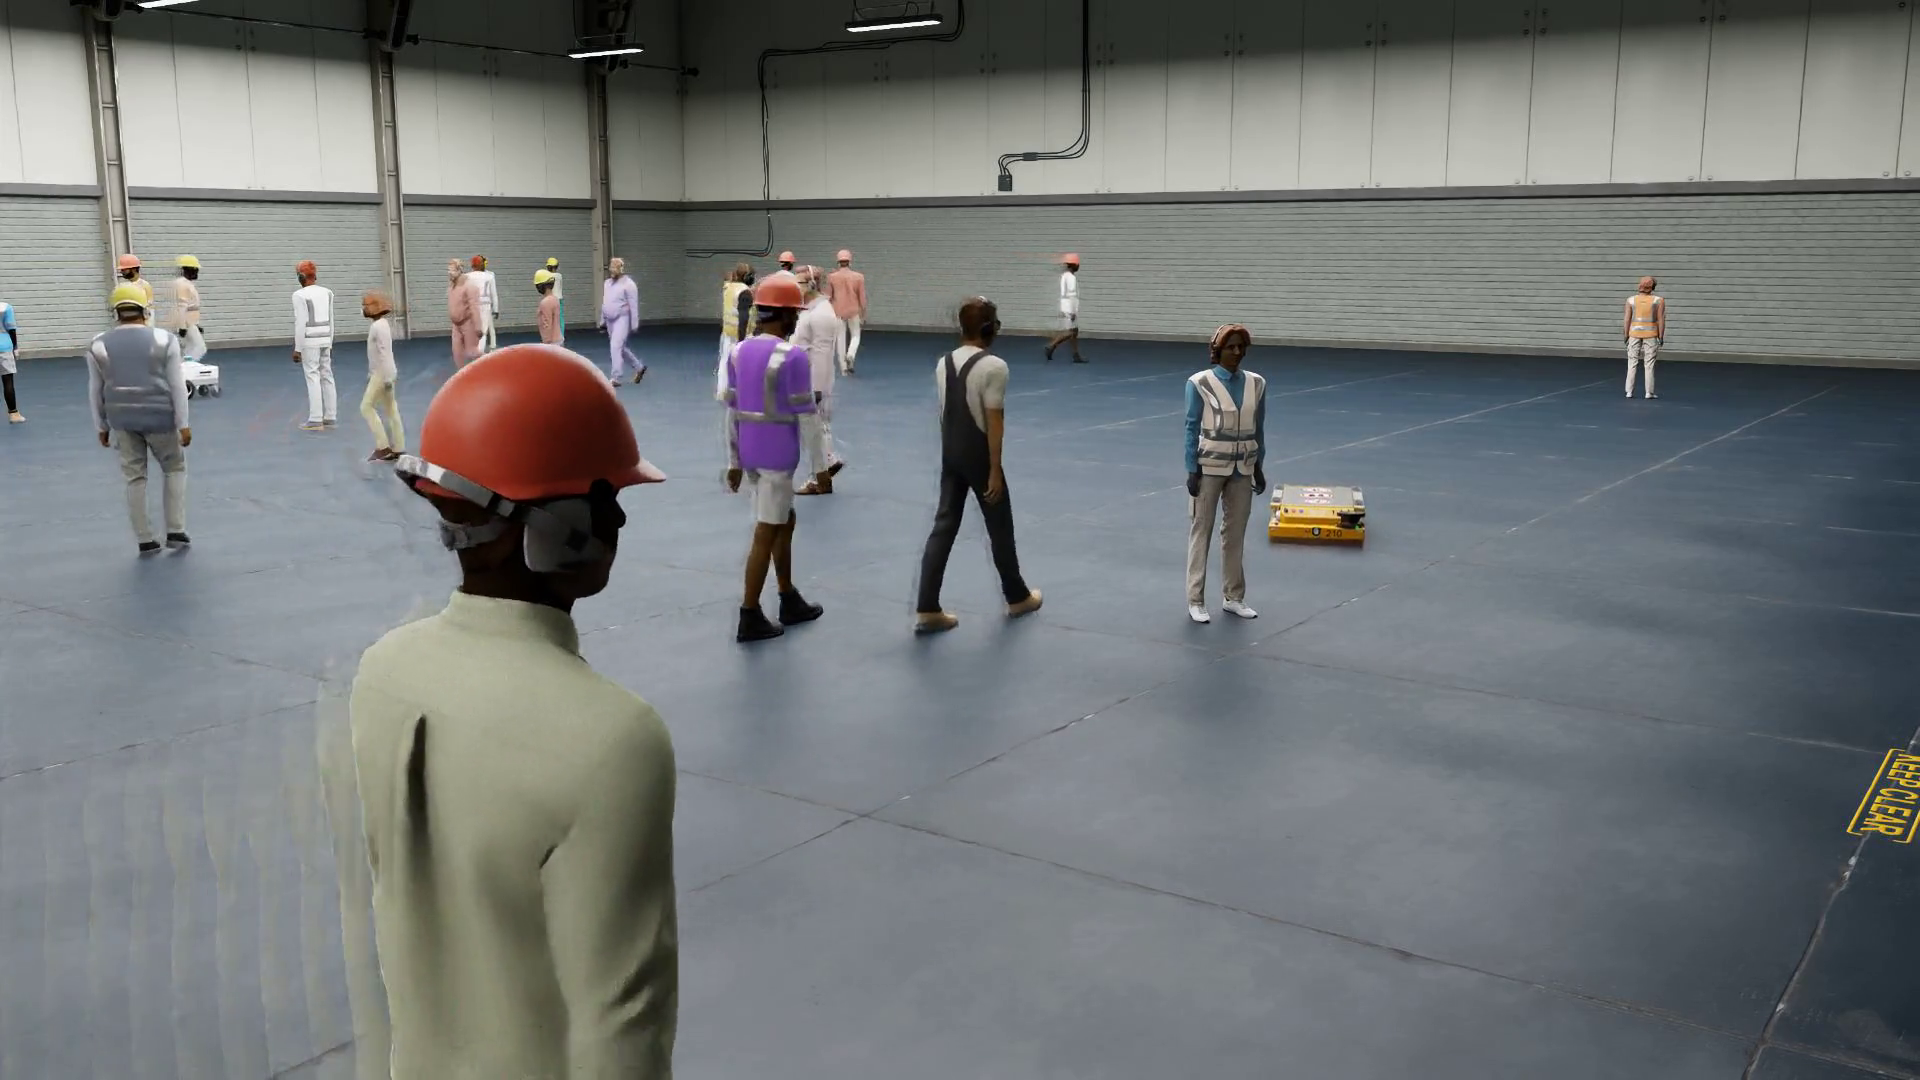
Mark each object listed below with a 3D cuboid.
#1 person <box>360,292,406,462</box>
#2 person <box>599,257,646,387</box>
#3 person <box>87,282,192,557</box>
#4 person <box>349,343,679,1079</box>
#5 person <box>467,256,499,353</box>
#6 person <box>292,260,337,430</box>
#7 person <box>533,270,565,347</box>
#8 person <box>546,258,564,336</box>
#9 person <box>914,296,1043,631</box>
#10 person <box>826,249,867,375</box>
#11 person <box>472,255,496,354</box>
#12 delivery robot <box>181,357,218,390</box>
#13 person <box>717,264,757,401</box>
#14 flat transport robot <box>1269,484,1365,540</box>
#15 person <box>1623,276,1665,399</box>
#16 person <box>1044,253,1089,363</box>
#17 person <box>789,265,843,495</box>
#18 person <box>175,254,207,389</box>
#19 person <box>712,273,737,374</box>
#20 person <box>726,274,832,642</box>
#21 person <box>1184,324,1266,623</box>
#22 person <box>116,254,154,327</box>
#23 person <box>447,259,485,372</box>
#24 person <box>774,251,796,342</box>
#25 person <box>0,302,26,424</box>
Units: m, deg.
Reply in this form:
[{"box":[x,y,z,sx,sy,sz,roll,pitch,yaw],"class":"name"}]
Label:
[{"box":[-5.545,-1.543,15.823,0.500,1.618,0.500,-3,11,-15],"class":"person"},{"box":[-4.929,-3.177,24.252,0.643,1.876,0.851,9,14,42],"class":"person"},{"box":[-5.434,-0.801,11.084,0.627,1.817,0.547,-2,10,-9],"class":"person"},{"box":[-0.597,0.738,2.090,0.622,1.966,0.929,9,13,41],"class":"person"},{"box":[-8.413,-4.053,29.237,0.596,1.838,0.936,-1,10,-7],"class":"person"},{"box":[-7.214,-2.168,18.564,0.356,1.887,0.573,4,11,19],"class":"person"},{"box":[-4.928,-2.351,19.954,0.337,1.759,0.525,0,10,2],"class":"person"},{"box":[-8.582,-5.078,35.197,0.302,1.772,0.523,3,10,15],"class":"person"},{"box":[0.079,-0.416,9.021,0.527,1.795,0.960,9,14,42],"class":"person"},{"box":[-1.788,-3.553,26.053,0.639,1.980,0.506,1,10,5],"class":"person"},{"box":[-8.898,-4.378,31.026,0.505,1.860,0.312,1,10,5],"class":"person"},{"box":[-10.339,-2.220,22.323,0.477,0.478,0.707,6,12,31],"class":"delivery robot"},{"box":[-2.814,-2.732,21.991,0.970,1.784,0.621,-7,12,-33],"class":"person"},{"box":[2.618,-0.223,12.193,0.652,0.197,1.431,2,10,12],"class":"flat transport robot"},{"box":[9.149,-2.704,22.260,0.521,1.638,0.311,7,12,34],"class":"person"},{"box":[1.845,-3.989,28.682,0.735,1.919,0.557,-1,10,-6],"class":"person"},{"box":[-1.241,-1.312,13.723,0.422,1.895,0.654,-3,11,-16],"class":"person"},{"box":[-10.921,-3.087,23.640,0.416,1.913,0.585,-3,11,-18],"class":"person"},{"box":[-3.623,-3.399,26.255,0.512,1.603,0.733,8,13,37],"class":"person"},{"box":[-0.905,-0.437,8.804,0.824,1.903,0.552,-9,14,-41],"class":"person"},{"box":[1.456,-0.369,9.178,0.511,1.641,0.308,-4,11,-24],"class":"person"},{"box":[-10.792,-2.772,21.809,0.550,1.933,0.373,7,12,35],"class":"person"},{"box":[-6.926,-3.052,23.609,0.653,1.869,0.716,8,13,39],"class":"person"},{"box":[-2.954,-3.950,28.408,0.552,1.932,0.377,10,14,44],"class":"person"},{"box":[-11.107,-2.175,19.134,0.530,1.696,0.321,-2,10,-9],"class":"person"}]
